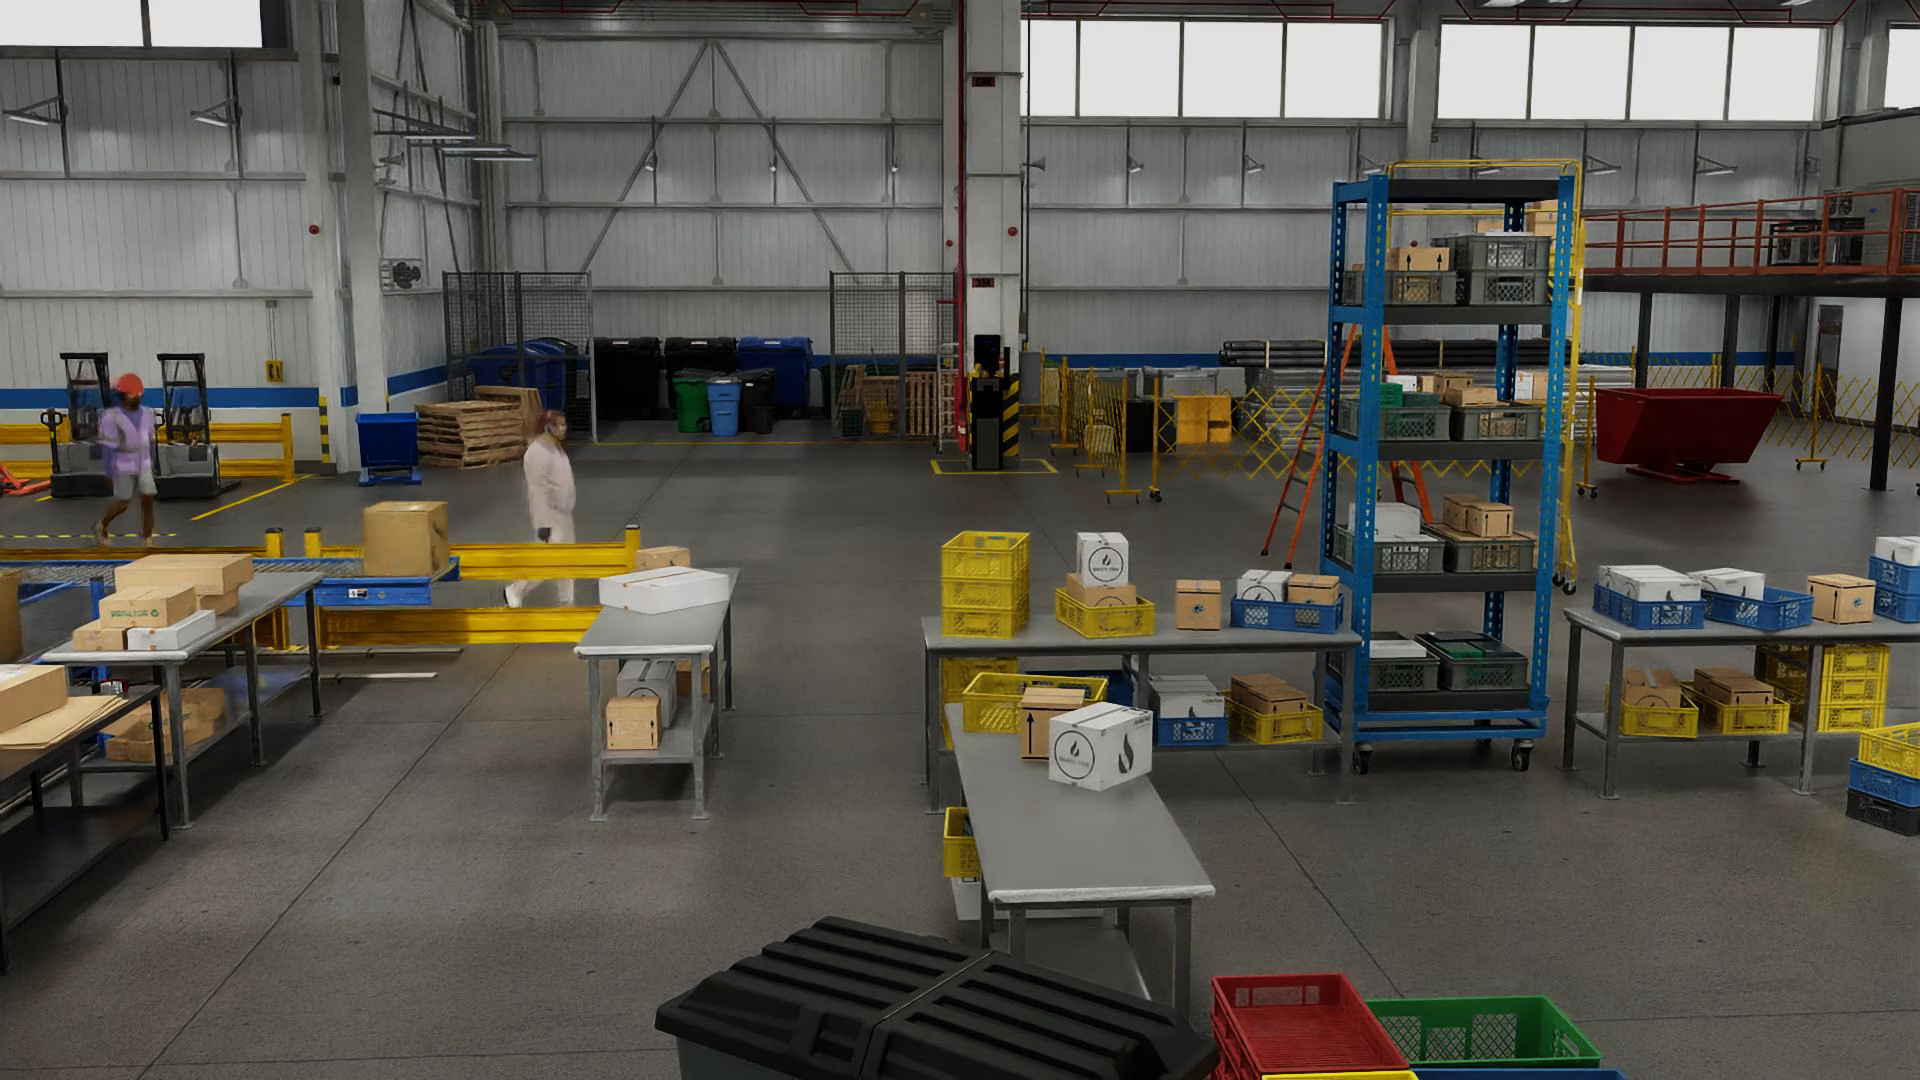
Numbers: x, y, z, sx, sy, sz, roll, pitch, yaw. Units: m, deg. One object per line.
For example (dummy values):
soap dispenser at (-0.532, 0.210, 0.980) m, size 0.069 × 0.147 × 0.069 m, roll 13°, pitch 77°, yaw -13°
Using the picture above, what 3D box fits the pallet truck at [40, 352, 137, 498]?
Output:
pallet truck at (-11.907, -1.642, 23.165) m, size 0.823 × 1.965 × 1.885 m, roll 0°, pitch 9°, yaw 0°

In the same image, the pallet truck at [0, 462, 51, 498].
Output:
pallet truck at (-13.193, -1.293, 23.148) m, size 0.653 × 1.274 × 1.630 m, roll -1°, pitch 9°, yaw -4°

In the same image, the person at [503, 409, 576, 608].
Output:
person at (-3.586, -0.193, 14.416) m, size 0.645 × 1.884 × 0.656 m, roll 1°, pitch 9°, yaw 8°

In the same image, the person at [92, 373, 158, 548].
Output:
person at (-8.996, -0.807, 17.924) m, size 0.879 × 2.011 × 0.618 m, roll 5°, pitch 11°, yaw 31°

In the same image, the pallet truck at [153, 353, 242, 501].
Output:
pallet truck at (-10.520, -1.604, 22.925) m, size 0.823 × 1.965 × 1.885 m, roll -1°, pitch 9°, yaw -6°
